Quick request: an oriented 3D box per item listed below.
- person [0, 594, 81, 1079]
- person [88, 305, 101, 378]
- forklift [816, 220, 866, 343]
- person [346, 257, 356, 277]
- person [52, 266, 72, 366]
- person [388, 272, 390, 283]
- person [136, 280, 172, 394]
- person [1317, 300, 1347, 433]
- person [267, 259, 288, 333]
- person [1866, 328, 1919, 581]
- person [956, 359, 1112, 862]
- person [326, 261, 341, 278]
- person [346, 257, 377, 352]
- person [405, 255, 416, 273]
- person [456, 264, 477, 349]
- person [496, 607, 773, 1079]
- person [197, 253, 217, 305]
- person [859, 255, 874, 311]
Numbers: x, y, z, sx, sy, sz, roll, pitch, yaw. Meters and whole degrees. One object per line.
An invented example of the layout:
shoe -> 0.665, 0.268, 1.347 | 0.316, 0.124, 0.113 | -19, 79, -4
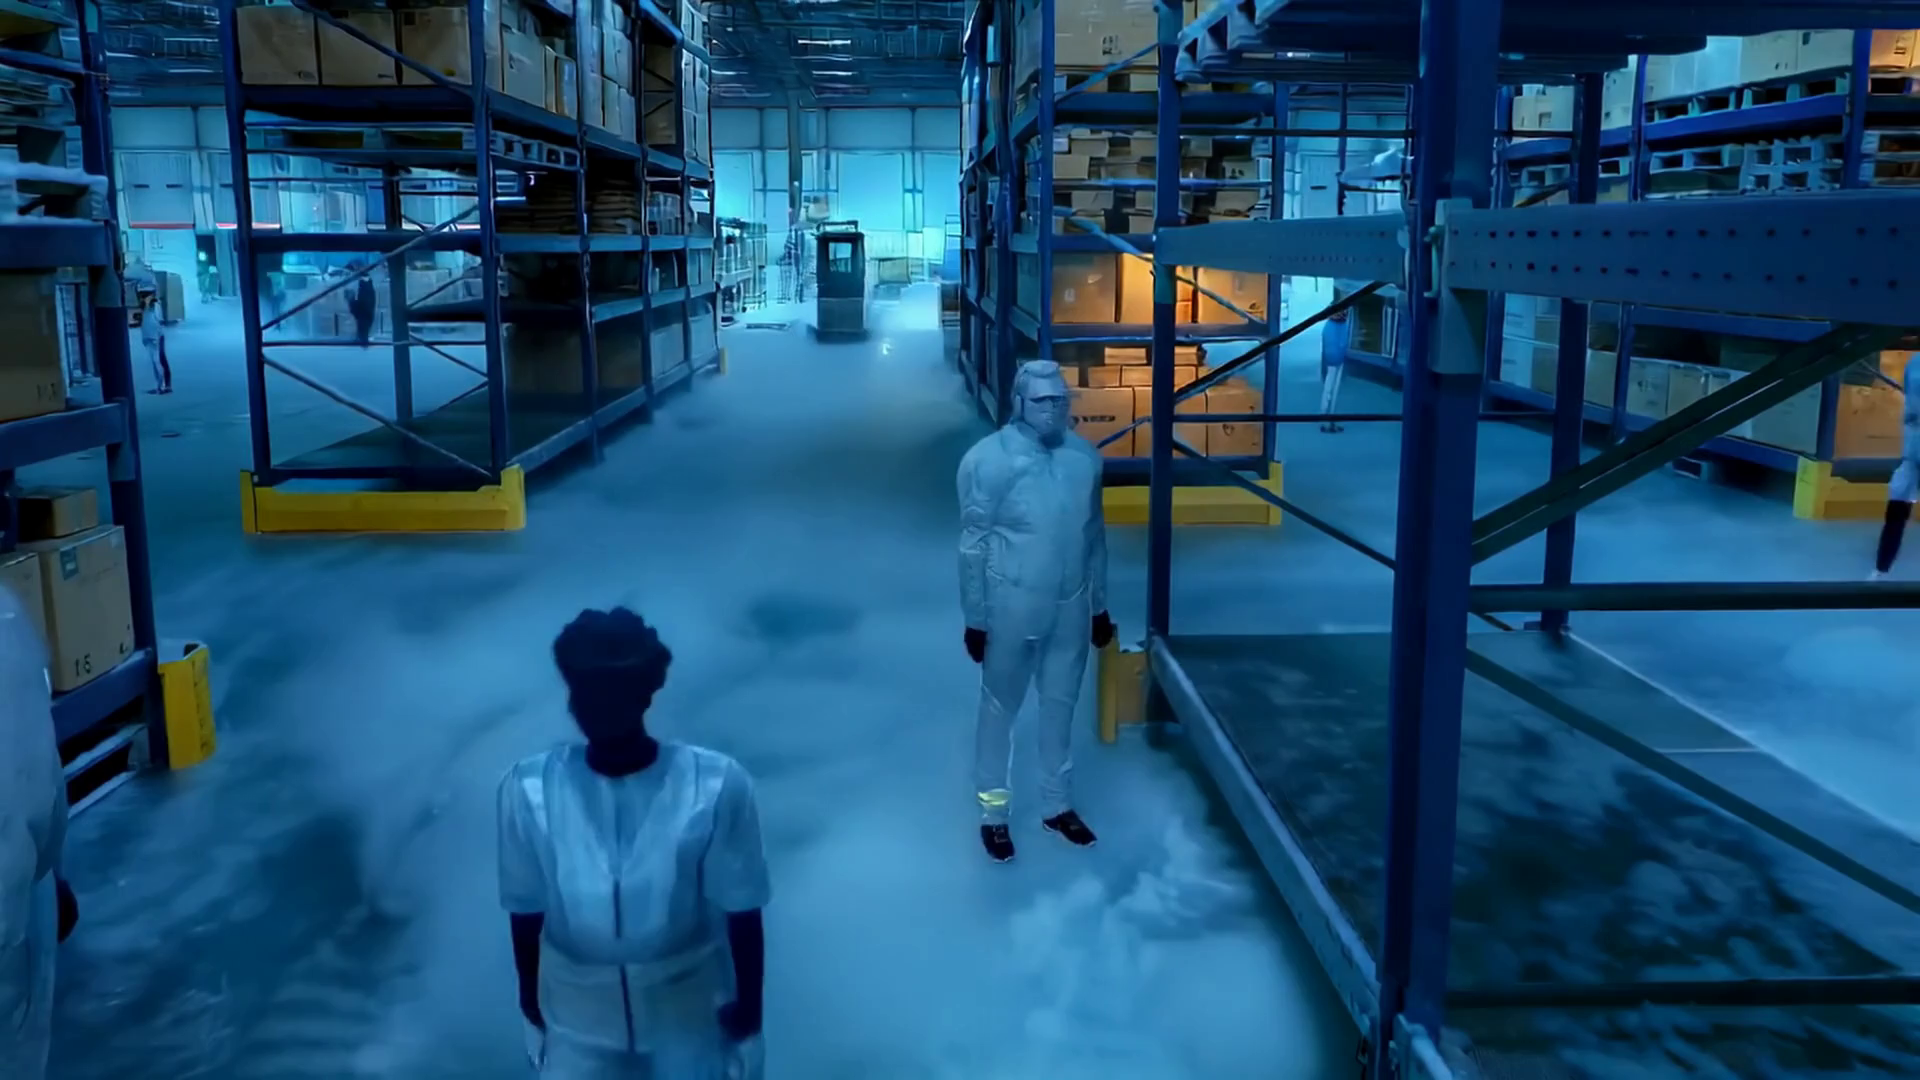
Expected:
person -> -2.095, 0.782, 3.521 | 0.400, 1.900, 0.636 | 0, 10, 3
person -> -14.525, -3.549, 28.326 | 0.883, 1.664, 0.536 | 9, 13, 40
forklift -> -2.765, -5.988, 38.478 | 1.129, 2.768, 1.873 | 0, 10, -2
person -> -18.131, -7.518, 49.802 | 0.528, 1.876, 0.323 | 5, 11, 24
person -> -17.056, -4.232, 31.284 | 0.598, 1.959, 0.369 | 5, 11, 25
person -> -18.792, -8.418, 55.332 | 0.379, 1.683, 0.556 | 8, 13, 38
person -> -12.473, -3.123, 25.657 | 0.526, 1.759, 0.347 | 10, 14, 43
person -> 4.615, -2.147, 20.552 | 0.264, 1.632, 0.508 | 9, 14, 42
person -> -17.565, -6.272, 42.796 | 0.595, 1.896, 0.606 | 2, 10, 11
person -> 6.277, -0.558, 10.703 | 1.041, 2.000, 0.609 | -4, 11, -22
person -> 0.310, 0.270, 6.367 | 0.655, 1.907, 0.403 | -5, 11, -27
person -> -20.565, -8.321, 54.725 | 0.487, 1.719, 0.782 | 1, 10, 5
person -> -12.821, -5.057, 35.633 | 0.674, 2.000, 0.689 | 5, 11, 25
person -> -20.647, -9.790, 62.610 | 0.430, 1.837, 0.621 | -6, 12, -32
person -> -10.848, -5.112, 36.450 | 0.504, 1.849, 0.566 | -4, 11, -20
person -> -0.638, 0.944, 3.266 | 0.543, 1.646, 0.865 | -1, 10, -3
person -> -27.794, -9.600, 61.261 | 0.617, 1.934, 0.490 | 9, 14, 42
person -> -3.242, -8.708, 56.446 | 0.674, 1.886, 0.409 | 4, 11, 23
